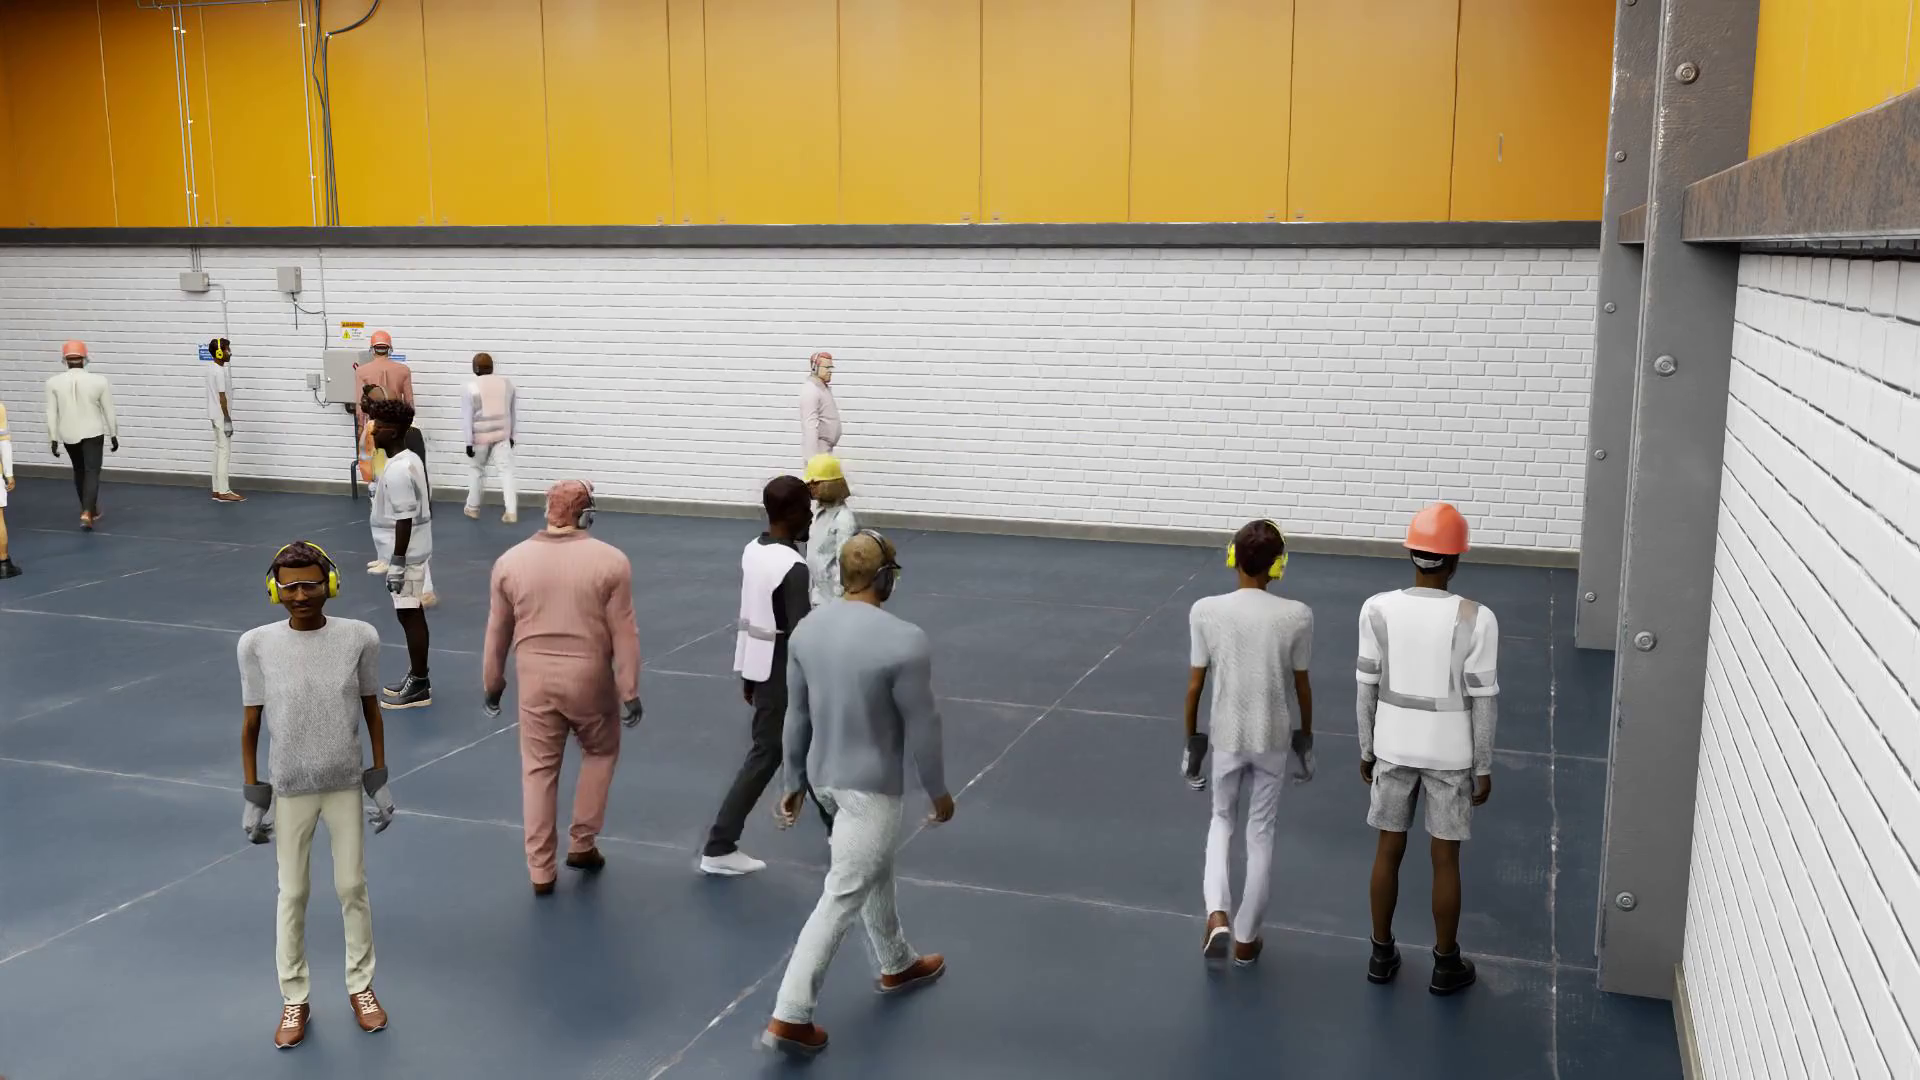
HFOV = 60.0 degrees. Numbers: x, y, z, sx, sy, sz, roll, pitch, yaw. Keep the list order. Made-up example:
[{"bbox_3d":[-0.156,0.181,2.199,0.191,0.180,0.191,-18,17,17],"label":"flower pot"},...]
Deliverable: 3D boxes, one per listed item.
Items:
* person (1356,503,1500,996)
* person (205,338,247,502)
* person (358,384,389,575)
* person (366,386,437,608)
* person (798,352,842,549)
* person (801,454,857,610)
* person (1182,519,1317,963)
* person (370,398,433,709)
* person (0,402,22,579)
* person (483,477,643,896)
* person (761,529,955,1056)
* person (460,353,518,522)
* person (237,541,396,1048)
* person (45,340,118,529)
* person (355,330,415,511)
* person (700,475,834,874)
[{"bbox_3d":[1.822,0.816,6.513,0.545,1.938,0.362,6,12,29],"label":"person"},{"bbox_3d":[-8.451,-1.376,19.052,0.309,1.868,0.534,-8,13,-37],"label":"person"},{"bbox_3d":[-5.193,-0.544,14.843,0.318,1.700,0.534,-3,11,-17],"label":"person"},{"bbox_3d":[-4.452,-0.325,13.302,0.462,1.813,0.645,-7,12,-34],"label":"person"},{"bbox_3d":[-1.335,-0.859,16.048,0.399,1.905,0.643,1,10,5],"label":"person"},{"bbox_3d":[-0.822,0.349,9.754,0.840,1.704,0.502,-7,12,-33],"label":"person"},{"bbox_3d":[1.163,0.834,6.703,0.537,1.839,0.456,3,10,15],"label":"person"},{"bbox_3d":[-3.546,0.082,10.568,0.366,1.966,0.607,-2,10,-13],"label":"person"},{"bbox_3d":[-8.584,-0.613,14.564,0.549,1.936,0.376,-2,10,-13],"label":"person"},{"bbox_3d":[-1.810,0.653,7.584,0.781,1.875,0.597,1,10,3],"label":"person"},{"bbox_3d":[-0.418,0.907,6.162,1.012,1.894,0.626,-10,14,-44],"label":"person"},{"bbox_3d":[-4.996,-1.086,17.661,0.652,1.791,0.966,-8,13,-38],"label":"person"},{"bbox_3d":[-2.362,0.920,6.120,0.532,1.871,0.321,-5,11,-24],"label":"person"},{"bbox_3d":[-9.128,-1.104,17.299,0.624,1.955,1.019,-3,10,-15],"label":"person"},{"bbox_3d":[-6.315,-1.302,18.280,0.625,1.992,0.388,-6,12,-30],"label":"person"},{"bbox_3d":[-0.811,0.621,7.824,0.981,1.867,0.607,-4,11,-21],"label":"person"}]
